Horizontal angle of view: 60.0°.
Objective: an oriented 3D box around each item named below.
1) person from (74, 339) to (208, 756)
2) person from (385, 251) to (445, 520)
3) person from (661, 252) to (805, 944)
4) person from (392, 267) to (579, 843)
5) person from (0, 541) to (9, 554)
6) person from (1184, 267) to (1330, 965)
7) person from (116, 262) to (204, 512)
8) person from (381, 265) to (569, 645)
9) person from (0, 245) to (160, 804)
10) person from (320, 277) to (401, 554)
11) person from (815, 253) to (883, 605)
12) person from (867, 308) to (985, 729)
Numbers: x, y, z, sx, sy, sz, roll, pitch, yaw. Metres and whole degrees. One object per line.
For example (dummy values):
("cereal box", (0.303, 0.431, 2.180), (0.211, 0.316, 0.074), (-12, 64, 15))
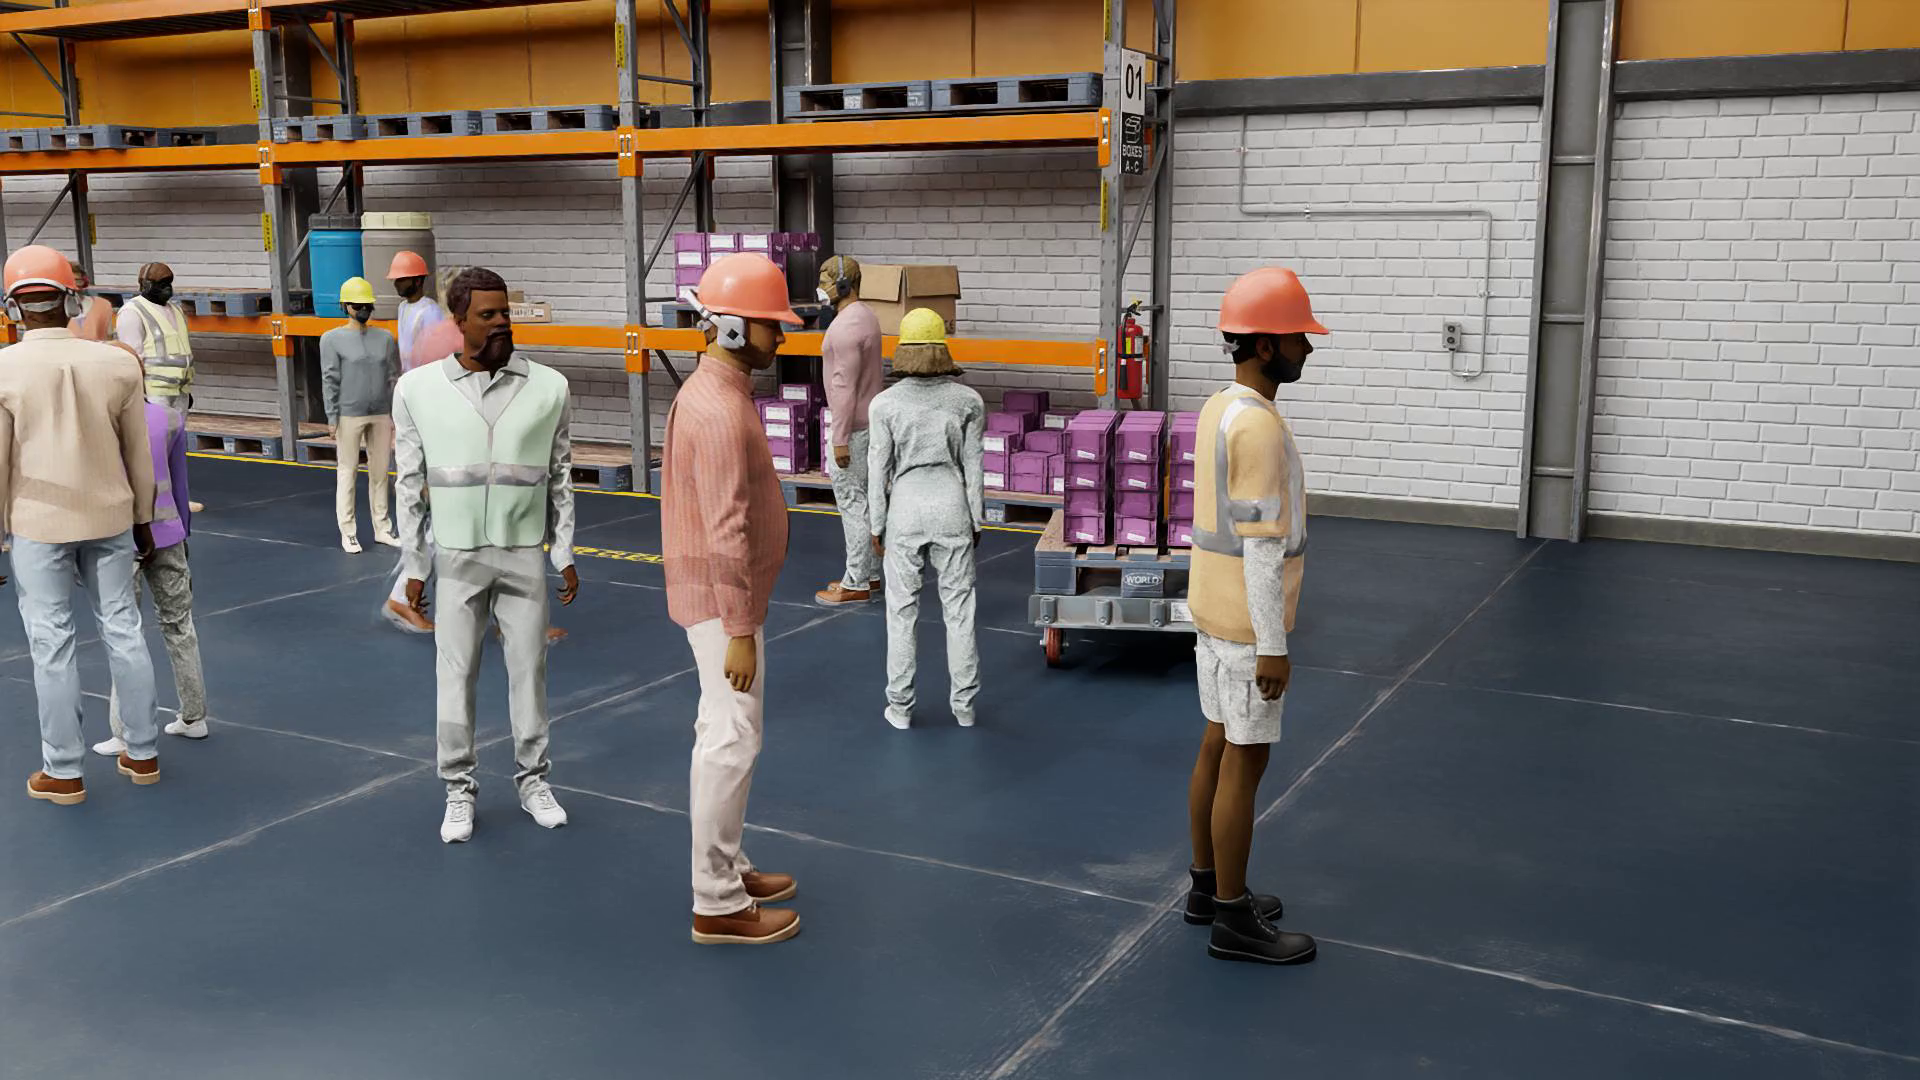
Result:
("person", (-3.241, 0.033, 6.529), (0.318, 1.631, 0.513), (6, 12, 29))
("person", (-3.878, -1.102, 11.958), (0.424, 1.924, 0.560), (-8, 13, -39))
("person", (-0.640, 0.178, 4.770), (0.410, 1.982, 0.626), (-2, 11, -11))
("person", (-1.595, 0.047, 5.647), (0.591, 1.921, 0.390), (-5, 11, -25))
("person", (-6.246, -0.764, 10.276), (0.632, 1.863, 0.624), (-1, 10, -3))
("person", (0.828, 0.212, 4.688), (0.361, 1.940, 0.543), (-1, 10, -5))
("person", (-5.773, -1.081, 12.052), (0.429, 1.839, 0.634), (2, 10, 8))
("person", (-2.507, -0.420, 8.308), (1.014, 1.898, 0.646), (1, 10, 6))
("person", (-3.218, -0.053, 5.993), (0.391, 1.990, 0.621), (9, 13, 39))
("person", (-3.844, -0.804, 10.736), (0.311, 1.768, 0.533), (8, 13, 39))
("person", (-0.601, -0.602, 9.183), (0.375, 1.933, 0.625), (1, 10, 7))
("person", (-0.142, -0.082, 6.875), (0.486, 1.737, 0.318), (-1, 10, -8))
